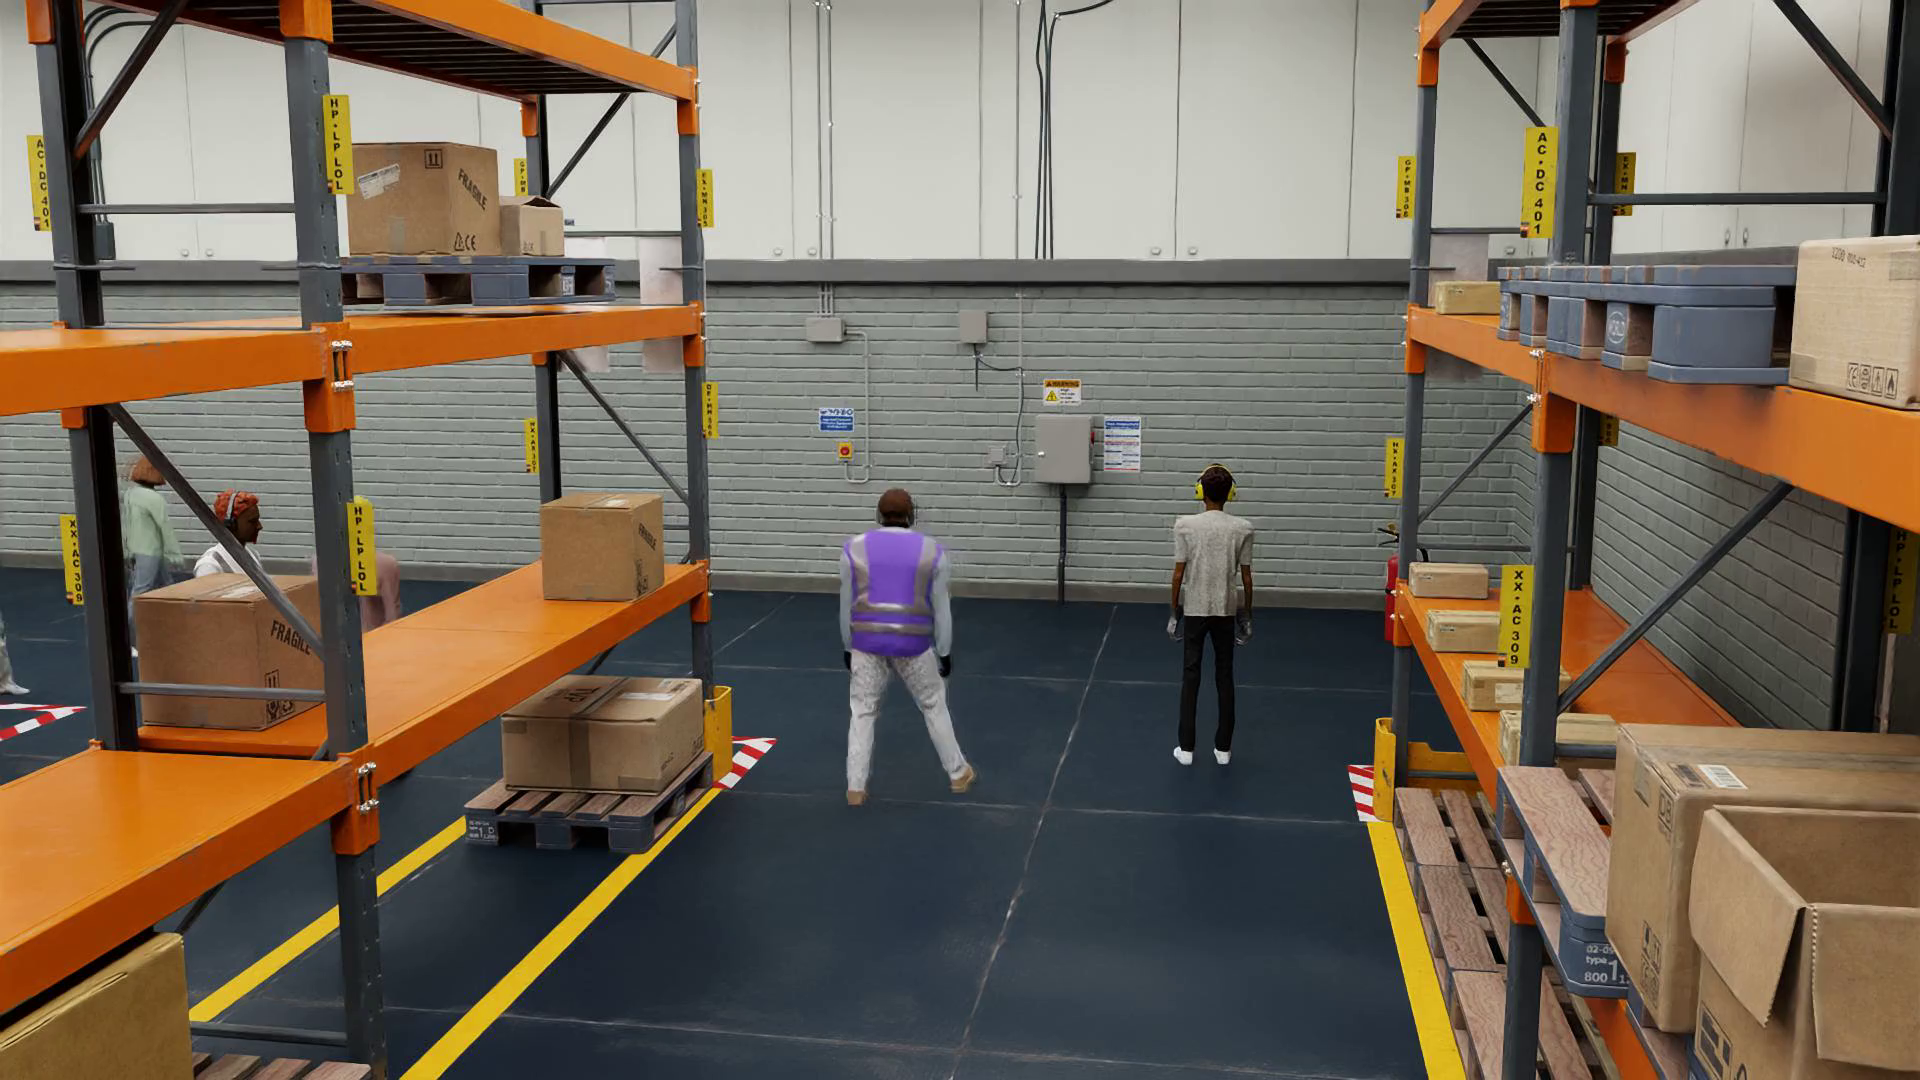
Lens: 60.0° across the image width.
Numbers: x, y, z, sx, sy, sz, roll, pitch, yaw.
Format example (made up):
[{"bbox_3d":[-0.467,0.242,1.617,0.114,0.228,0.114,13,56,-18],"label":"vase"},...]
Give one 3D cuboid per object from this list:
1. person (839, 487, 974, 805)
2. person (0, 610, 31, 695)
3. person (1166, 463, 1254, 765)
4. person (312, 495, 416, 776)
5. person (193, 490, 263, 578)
[{"bbox_3d":[-0.318,0.601,9.550,0.764,1.809,0.483,0,9,0],"label":"person"},{"bbox_3d":[-7.051,0.351,11.664,0.701,1.606,0.511,-1,9,-4],"label":"person"},{"bbox_3d":[1.532,0.463,10.210,0.524,1.866,0.340,0,9,-1],"label":"person"},{"bbox_3d":[-3.490,0.592,9.768,0.528,1.733,0.720,-1,9,-4],"label":"person"},{"bbox_3d":[-3.847,0.667,8.888,0.358,1.880,0.575,0,9,1],"label":"person"}]
